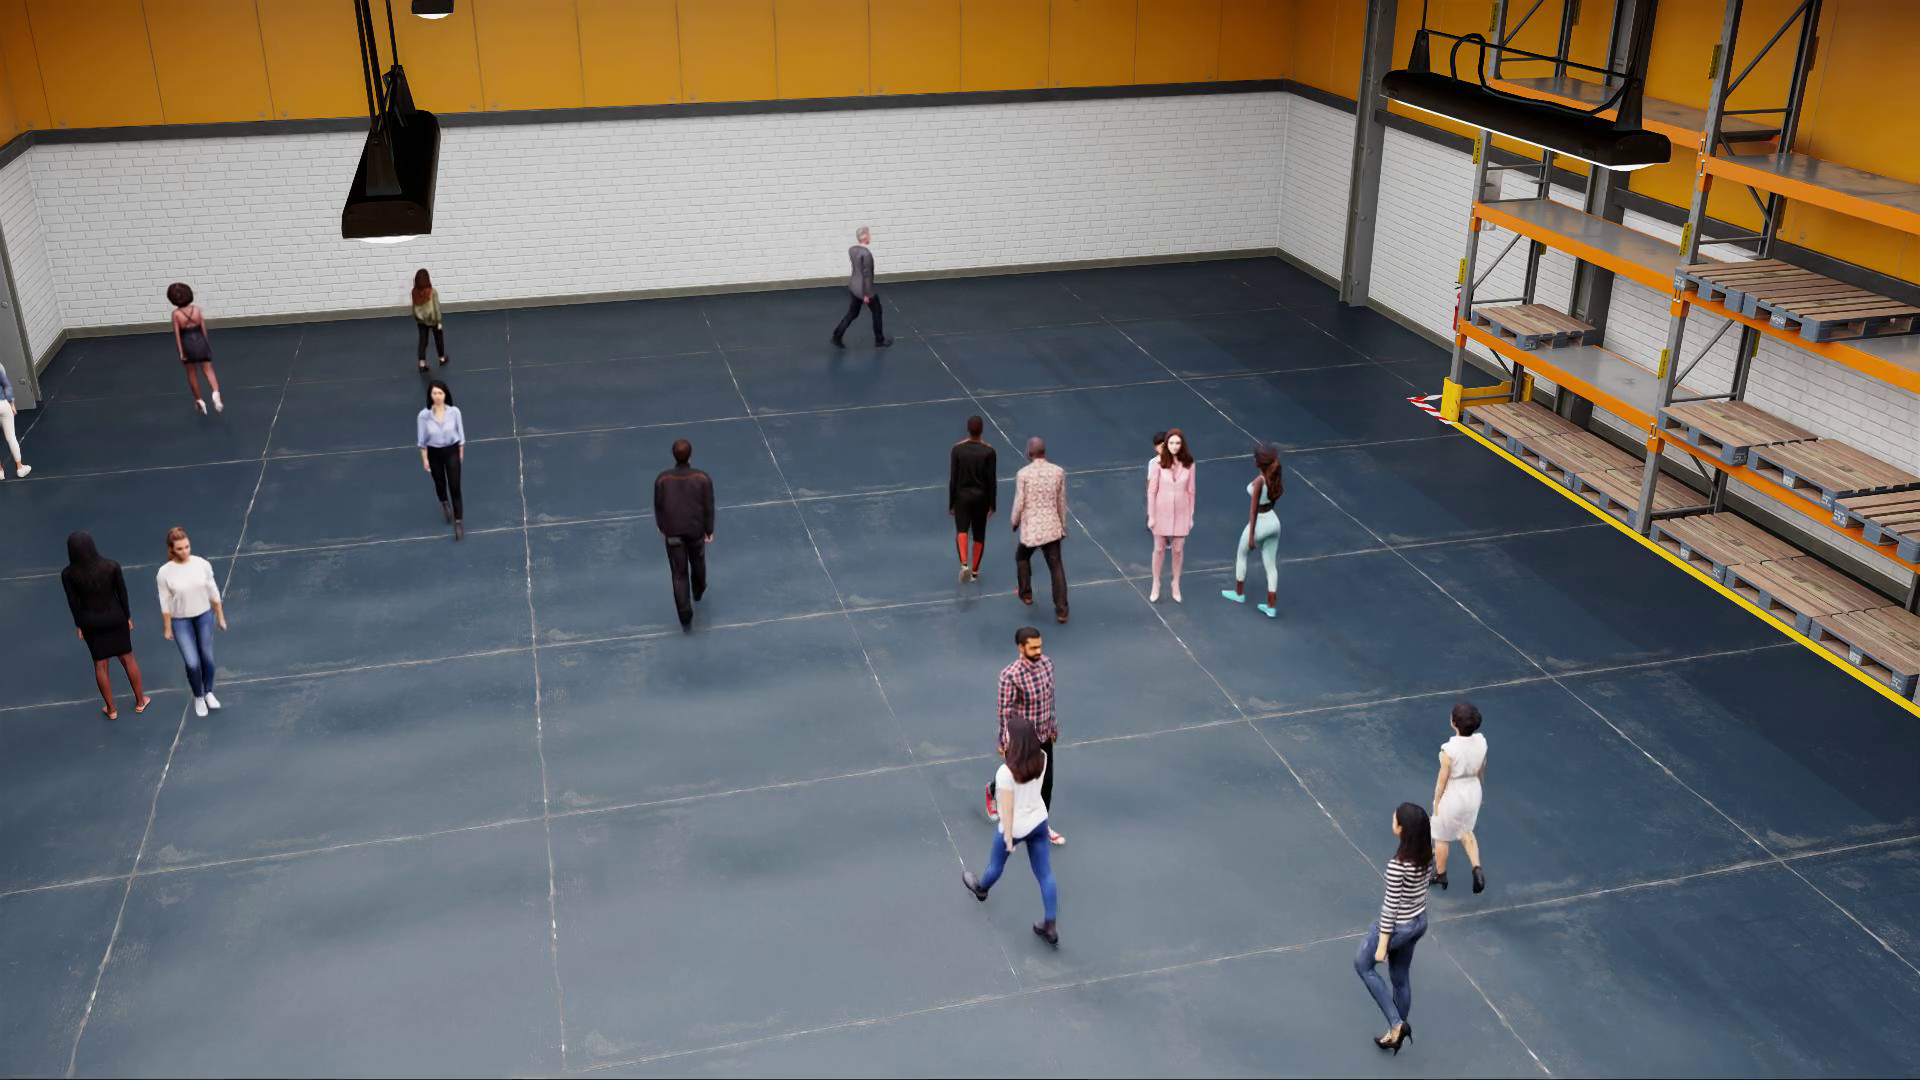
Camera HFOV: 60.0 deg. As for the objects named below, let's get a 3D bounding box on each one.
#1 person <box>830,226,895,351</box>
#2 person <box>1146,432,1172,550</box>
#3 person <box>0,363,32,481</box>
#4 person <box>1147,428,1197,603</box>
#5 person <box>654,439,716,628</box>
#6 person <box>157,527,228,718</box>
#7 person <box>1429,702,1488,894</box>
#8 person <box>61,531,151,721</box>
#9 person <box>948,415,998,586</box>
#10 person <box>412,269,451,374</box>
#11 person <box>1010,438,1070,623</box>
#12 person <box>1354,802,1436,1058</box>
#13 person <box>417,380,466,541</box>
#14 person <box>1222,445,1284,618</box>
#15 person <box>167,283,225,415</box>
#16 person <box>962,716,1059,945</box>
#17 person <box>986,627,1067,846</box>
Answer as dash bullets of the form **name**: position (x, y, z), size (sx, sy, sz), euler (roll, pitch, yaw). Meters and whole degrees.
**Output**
- **person**: position (-1.480, -3.597, 24.019), size (1.068, 1.798, 1.259), euler (-16, 28, -32)
- **person**: position (2.145, -0.580, 17.810), size (0.542, 1.243, 0.920), euler (-9, 25, -20)
- **person**: position (-11.285, -1.538, 19.429), size (0.626, 1.703, 0.542), euler (-8, 25, -18)
- **person**: position (2.082, -0.249, 16.355), size (0.672, 1.802, 0.622), euler (1, 24, 2)
- **person**: position (-2.635, -0.037, 15.878), size (0.726, 1.795, 1.147), euler (-5, 24, -12)
- **person**: position (-6.648, 0.679, 14.349), size (0.750, 1.708, 0.780), euler (-18, 29, -35)
- **person**: position (3.583, 1.880, 11.810), size (0.590, 1.542, 0.786), euler (-8, 25, -18)
- **person**: position (-7.341, 0.714, 14.255), size (0.649, 1.720, 0.578), euler (-11, 26, -24)
- **person**: position (0.113, -0.364, 16.624), size (0.817, 1.797, 0.997), euler (2, 24, 4)
- **person**: position (-7.434, -3.016, 23.133), size (0.832, 1.443, 1.058), euler (3, 24, 7)
- **person**: position (0.780, -0.049, 15.963), size (0.738, 1.750, 1.007), euler (-6, 24, -14)
- **person**: position (2.766, 2.457, 10.195), size (0.738, 1.777, 0.764), euler (-19, 30, -37)
- **person**: position (-5.585, -0.904, 17.971), size (0.672, 1.708, 1.123), euler (-8, 25, -17)
- **person**: position (2.978, -0.059, 16.039), size (0.784, 1.707, 0.949), euler (-17, 29, -33)
- **person**: position (-9.782, -2.408, 21.334), size (0.809, 1.769, 1.023), euler (-19, 30, -36)
- **person**: position (0.494, 2.031, 11.343), size (0.883, 1.639, 1.202), euler (-17, 29, -33)
- **person**: position (0.478, 1.445, 12.553), size (0.954, 1.743, 1.092), euler (-19, 30, -37)
